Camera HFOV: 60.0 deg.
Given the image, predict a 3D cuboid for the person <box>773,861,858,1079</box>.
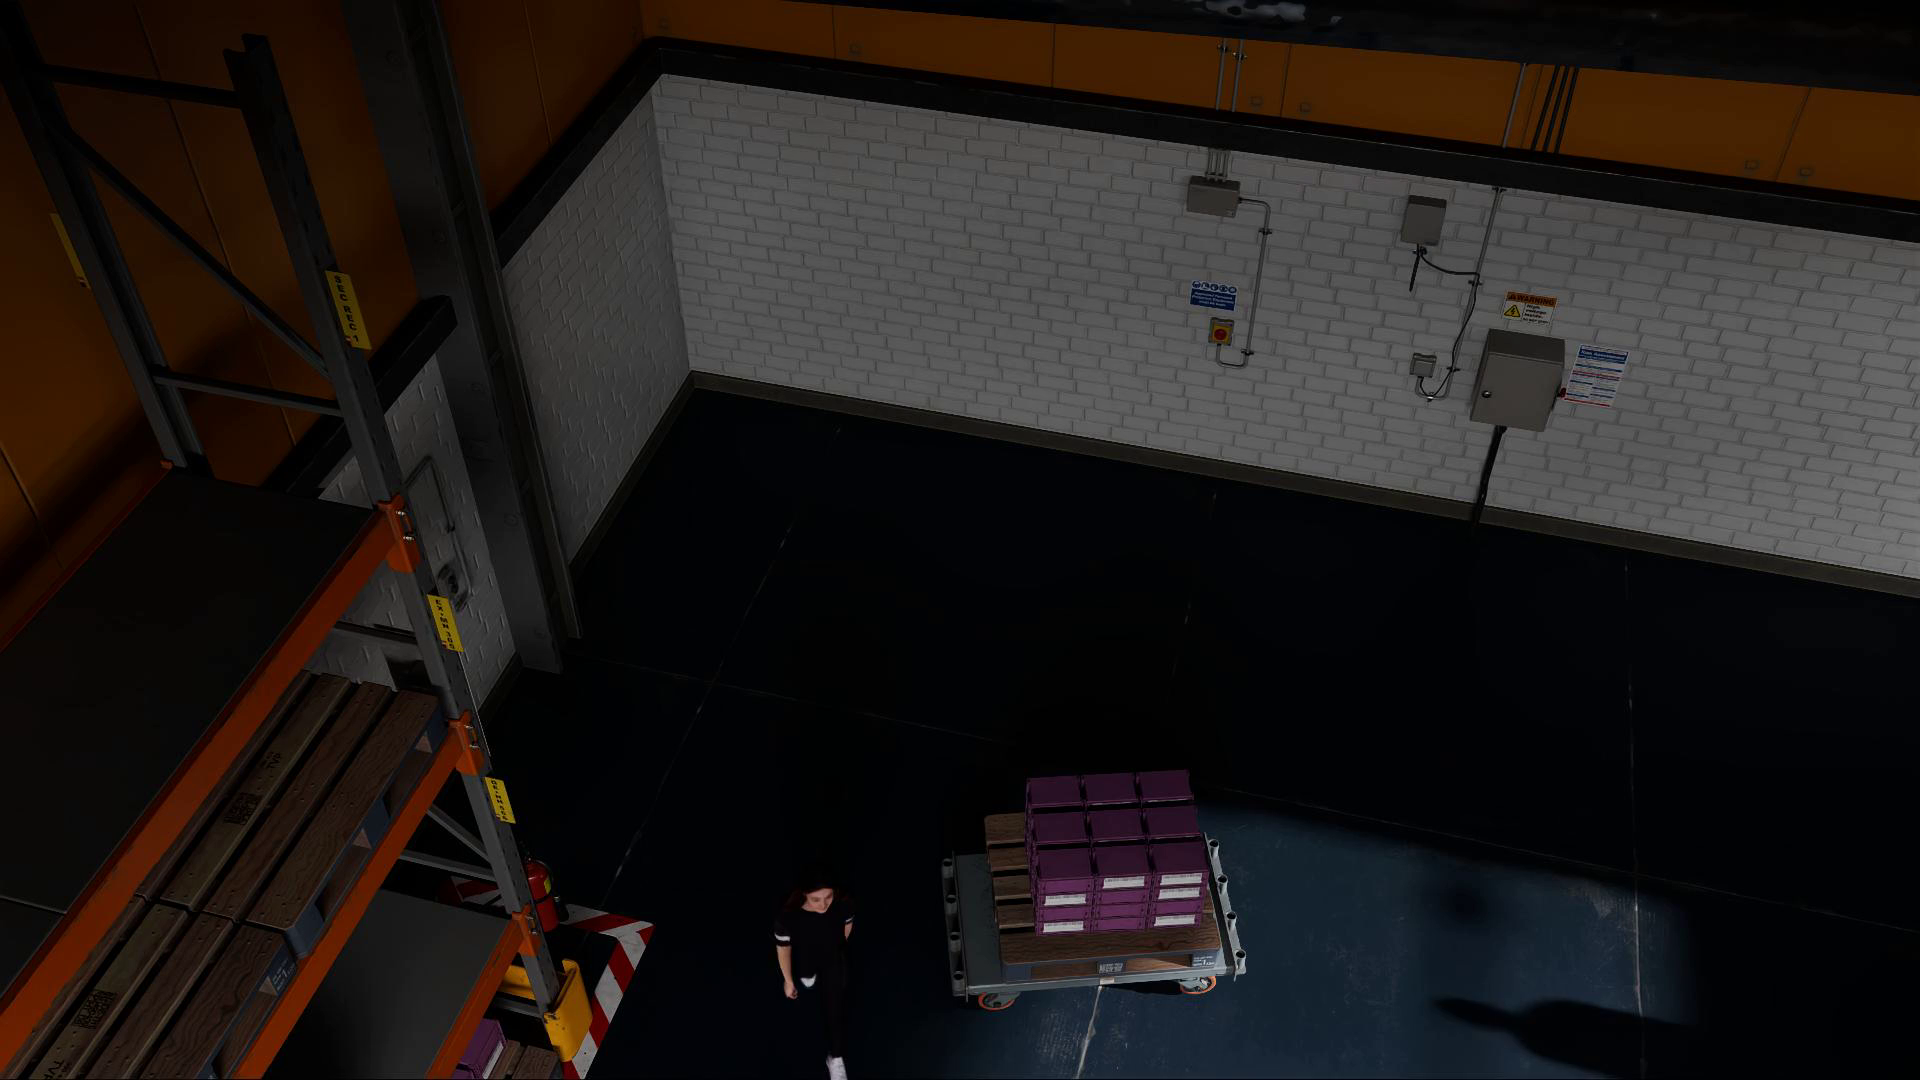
[{"bbox_3d":[-0.782,2.142,8.862,0.944,1.598,1.228,-7,44,-7],"label":"person"}]
